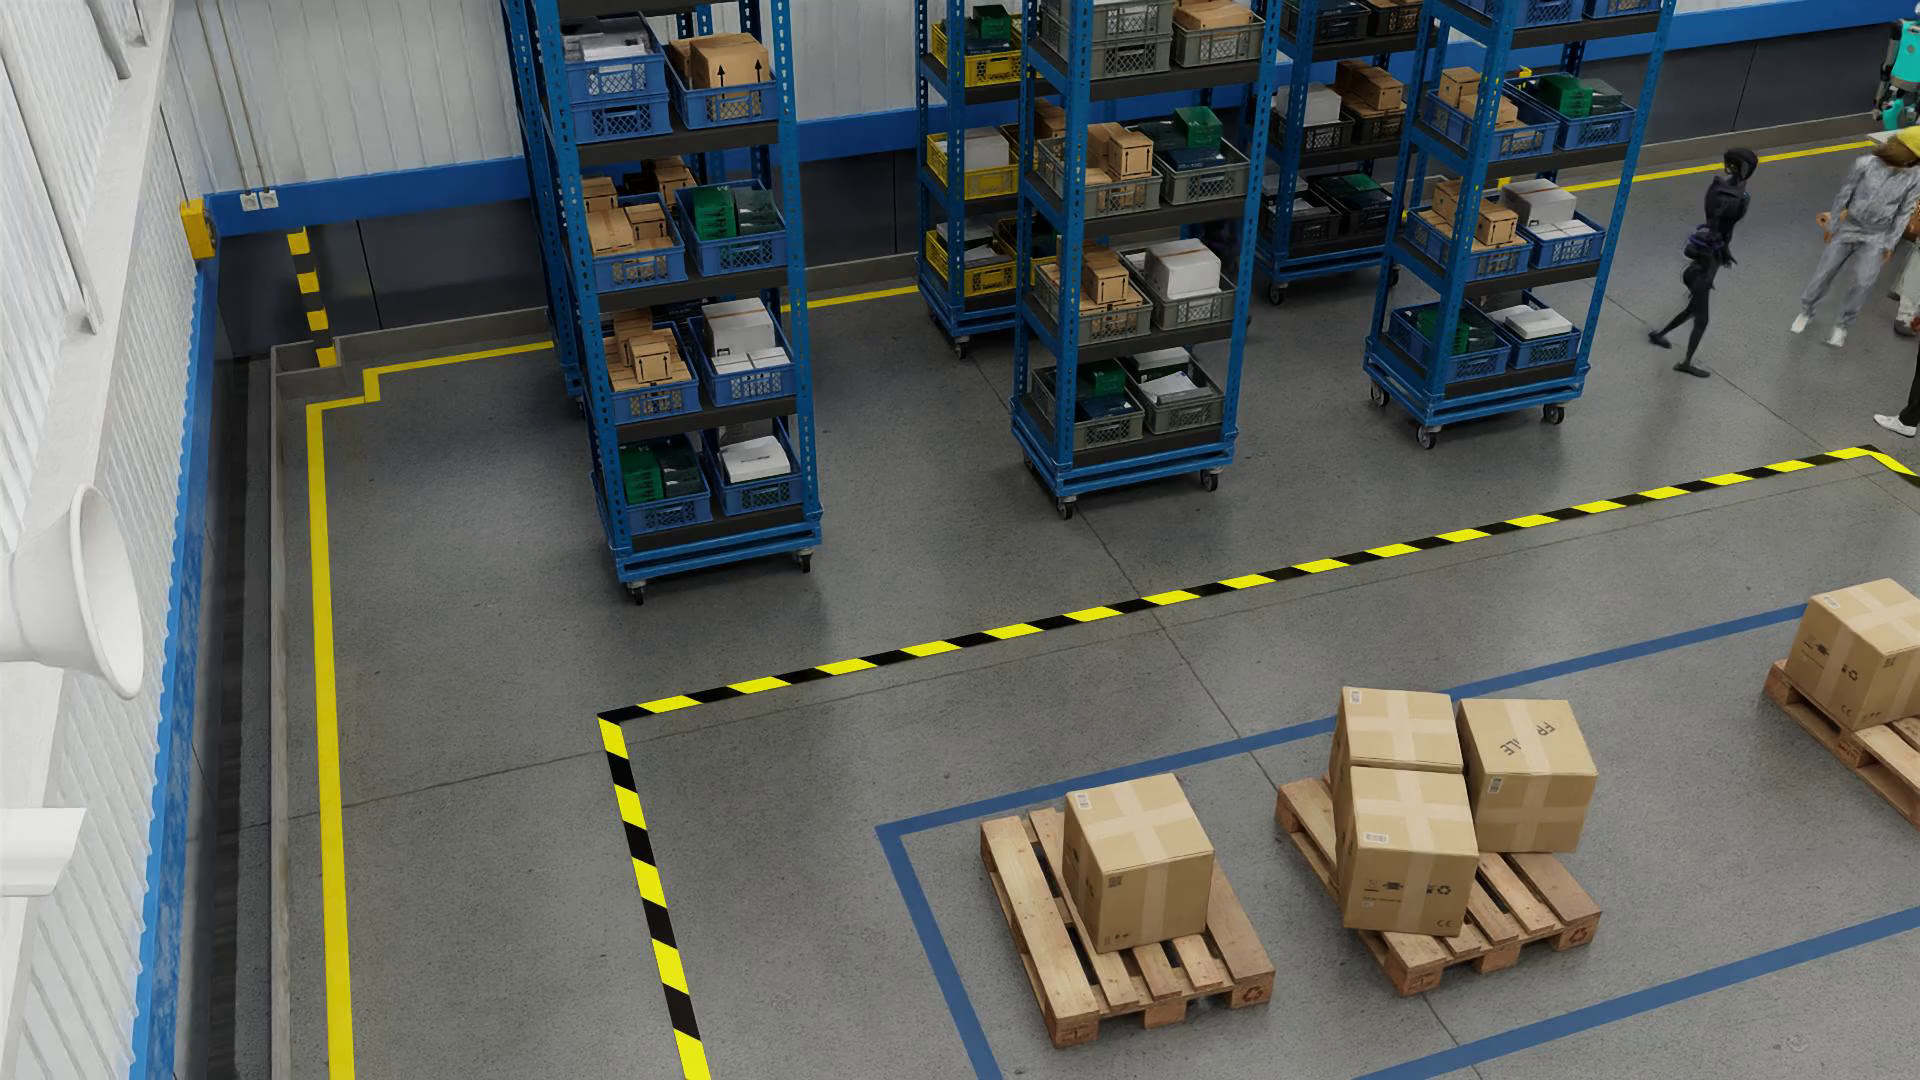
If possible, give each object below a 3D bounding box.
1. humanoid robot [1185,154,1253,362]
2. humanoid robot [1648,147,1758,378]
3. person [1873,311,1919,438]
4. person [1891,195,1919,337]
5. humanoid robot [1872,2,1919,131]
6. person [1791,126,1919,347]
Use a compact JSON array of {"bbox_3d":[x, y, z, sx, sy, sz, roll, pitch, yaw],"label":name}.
[{"bbox_3d":[1.840,-2.013,11.719,0.734,1.628,0.603,-12,37,-17],"label":"humanoid robot"},{"bbox_3d":[5.266,-1.988,11.697,0.542,1.649,0.592,25,42,31],"label":"humanoid robot"},{"bbox_3d":[6.487,-1.531,10.853,0.588,1.852,0.375,-12,37,-17],"label":"person"},{"bbox_3d":[7.213,-2.409,12.151,0.680,1.802,0.680,-14,37,-18],"label":"person"},{"bbox_3d":[8.133,-3.704,14.090,1.046,1.779,0.533,-18,39,-24],"label":"humanoid robot"},{"bbox_3d":[6.477,-2.191,11.916,0.524,1.702,0.488,19,39,24],"label":"person"}]
